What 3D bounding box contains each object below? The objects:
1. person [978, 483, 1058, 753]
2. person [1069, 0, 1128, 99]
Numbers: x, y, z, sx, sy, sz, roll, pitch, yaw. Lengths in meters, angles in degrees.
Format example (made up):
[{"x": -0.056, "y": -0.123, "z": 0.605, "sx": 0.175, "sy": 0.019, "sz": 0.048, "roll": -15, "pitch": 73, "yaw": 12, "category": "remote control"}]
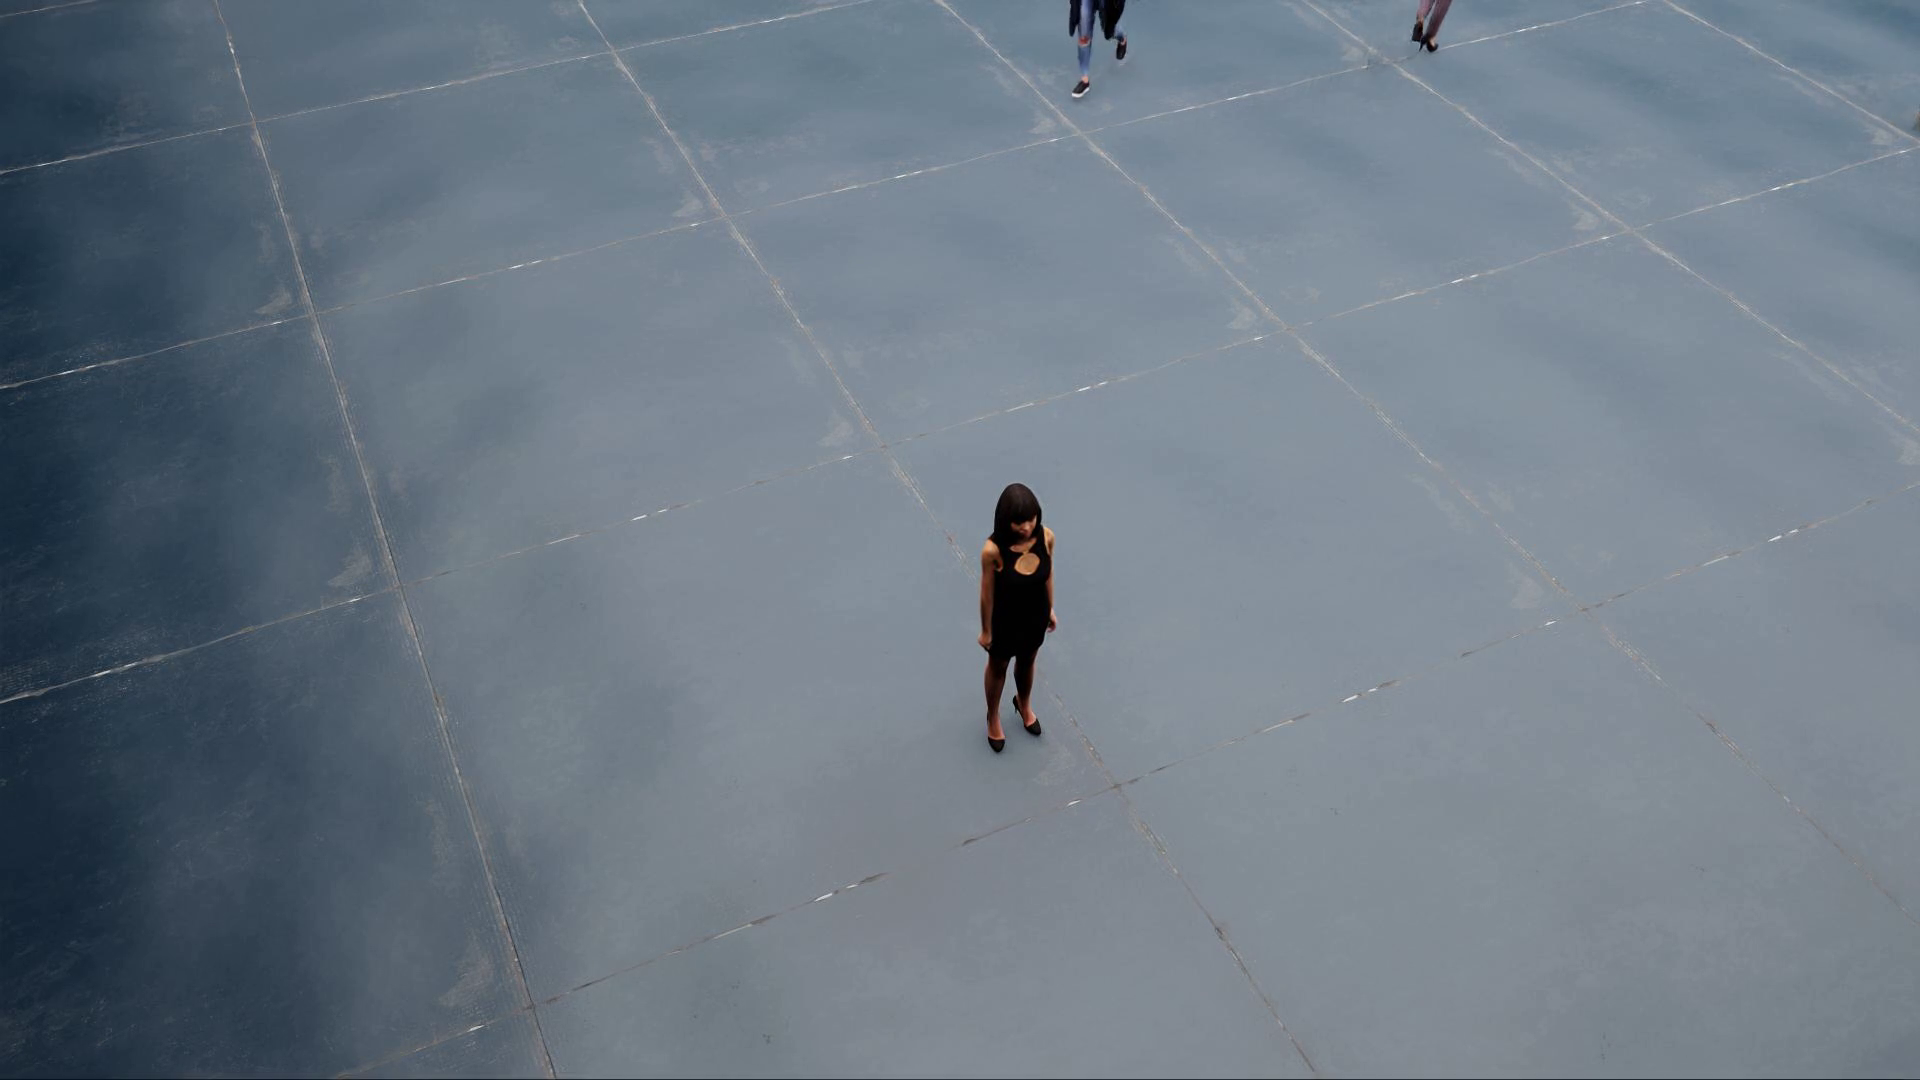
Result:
[{"x": 0.271, "y": 0.371, "z": 8.121, "sx": 0.565, "sy": 1.650, "sz": 0.461, "roll": -17, "pitch": 45, "yaw": -18, "category": "person"}, {"x": 1.161, "y": -4.462, "z": 13.435, "sx": 1.080, "sy": 1.660, "sz": 1.066, "roll": 20, "pitch": 46, "yaw": 21, "category": "person"}]
